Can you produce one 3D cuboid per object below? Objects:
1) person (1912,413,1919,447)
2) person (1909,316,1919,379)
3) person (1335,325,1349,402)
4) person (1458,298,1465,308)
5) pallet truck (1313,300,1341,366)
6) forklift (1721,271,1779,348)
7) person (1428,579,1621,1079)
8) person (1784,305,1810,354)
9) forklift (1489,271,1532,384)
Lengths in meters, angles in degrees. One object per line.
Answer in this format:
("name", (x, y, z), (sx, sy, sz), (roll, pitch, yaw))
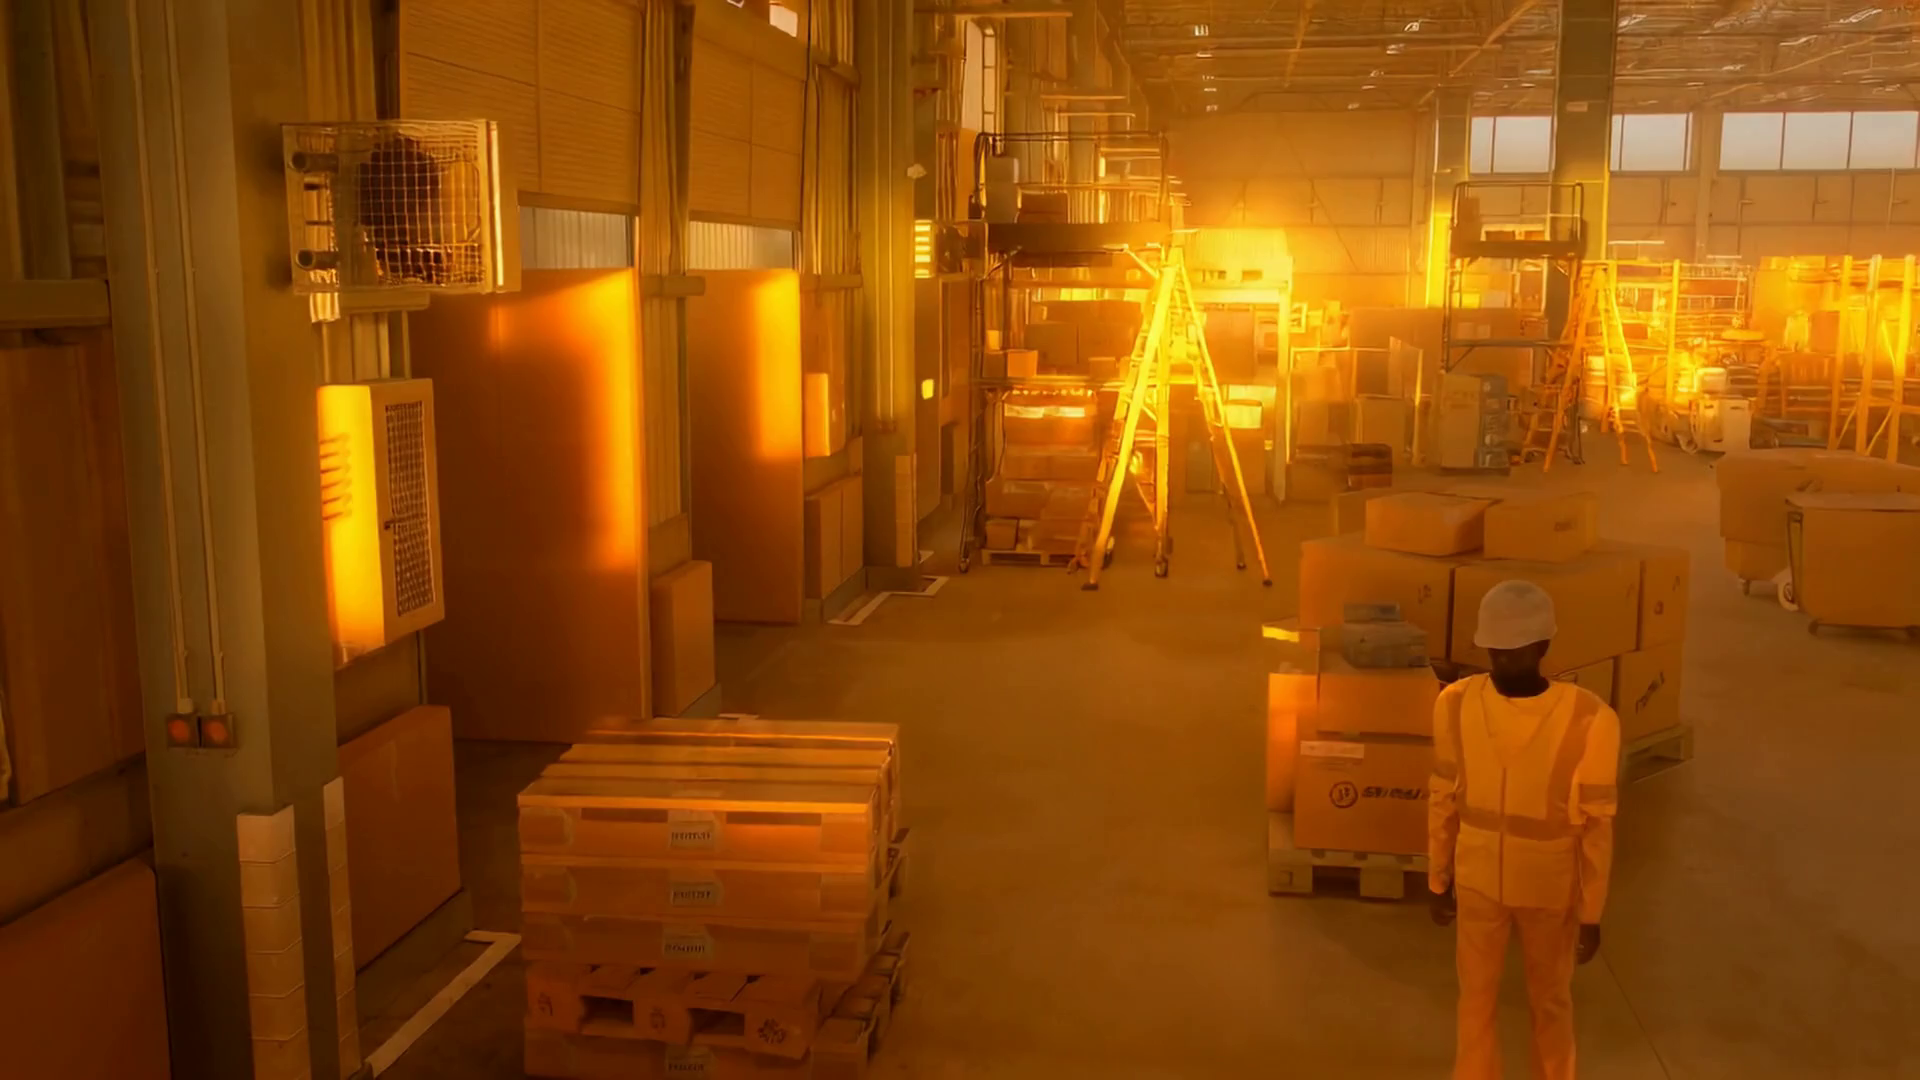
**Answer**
("person", (15.626, -2.346, 26.774), (0.347, 1.736, 0.484), (9, 13, 43))
("person", (21.685, -4.150, 37.448), (0.550, 1.891, 1.011), (1, 9, 8))
("person", (8.430, -3.842, 36.202), (0.544, 1.658, 0.825), (3, 10, 18))
("person", (16.770, -7.167, 55.921), (0.639, 1.924, 0.717), (8, 12, 41))
("pallet truck", (11.159, -6.200, 49.718), (0.823, 1.965, 1.885), (4, 10, 26))
("forklift", (23.139, -6.357, 47.974), (1.873, 2.768, 1.129), (0, 9, 3))
("person", (1.717, 1.064, 5.173), (0.585, 1.919, 0.397), (7, 12, 38))
("person", (22.707, -5.420, 45.151), (0.639, 1.926, 0.441), (3, 10, 16))
("forklift", (13.422, -5.322, 41.591), (1.873, 2.768, 1.129), (1, 9, 9))
